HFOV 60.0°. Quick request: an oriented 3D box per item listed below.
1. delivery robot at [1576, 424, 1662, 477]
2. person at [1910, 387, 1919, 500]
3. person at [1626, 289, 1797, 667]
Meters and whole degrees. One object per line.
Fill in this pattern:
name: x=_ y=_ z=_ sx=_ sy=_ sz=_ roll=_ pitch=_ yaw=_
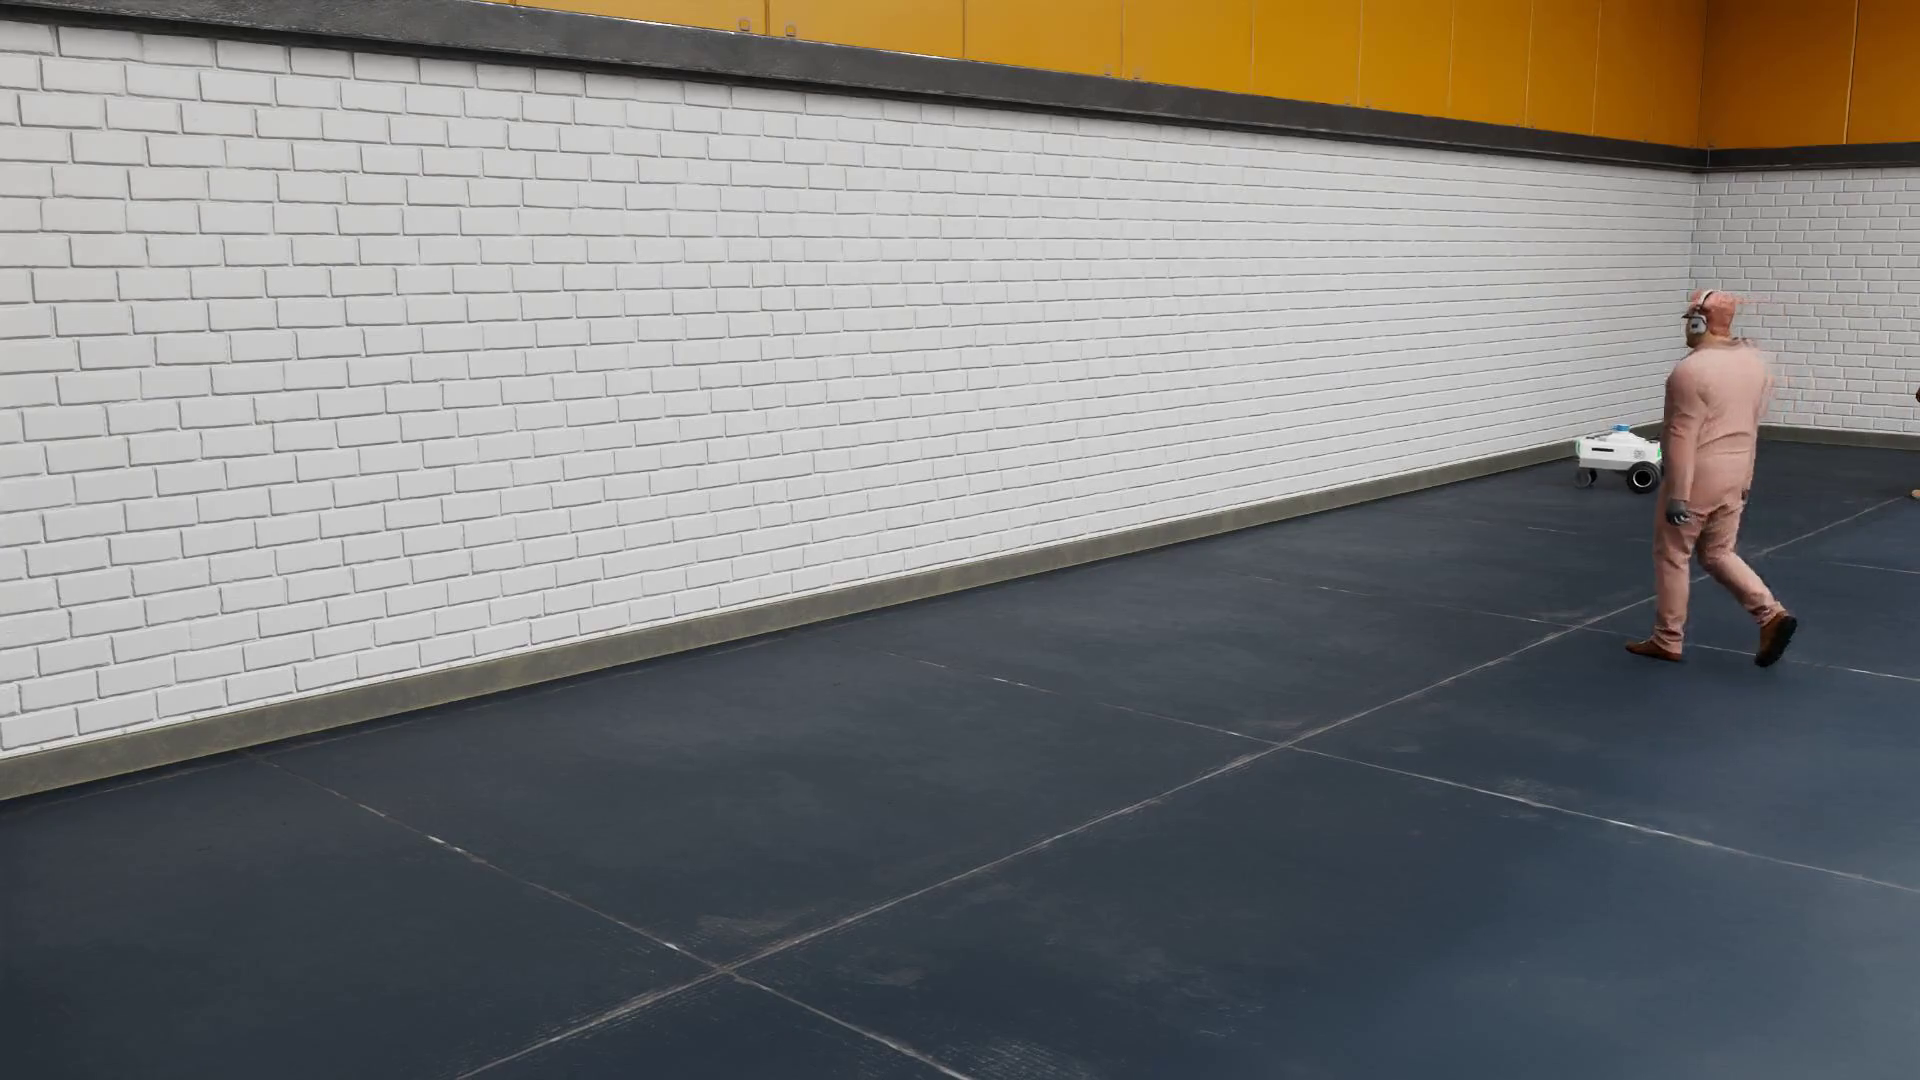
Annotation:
delivery robot: x=5.690 y=-0.756 z=14.322 sx=0.707 sy=0.478 sz=0.477 roll=5 pitch=11 yaw=31
person: x=8.127 y=-1.322 z=13.590 sx=0.607 sy=2.048 sz=0.365 roll=-1 pitch=10 yaw=-5
person: x=3.719 y=-0.282 z=8.161 sx=0.638 sy=1.884 sz=0.738 roll=-6 pitch=12 yaw=-30
